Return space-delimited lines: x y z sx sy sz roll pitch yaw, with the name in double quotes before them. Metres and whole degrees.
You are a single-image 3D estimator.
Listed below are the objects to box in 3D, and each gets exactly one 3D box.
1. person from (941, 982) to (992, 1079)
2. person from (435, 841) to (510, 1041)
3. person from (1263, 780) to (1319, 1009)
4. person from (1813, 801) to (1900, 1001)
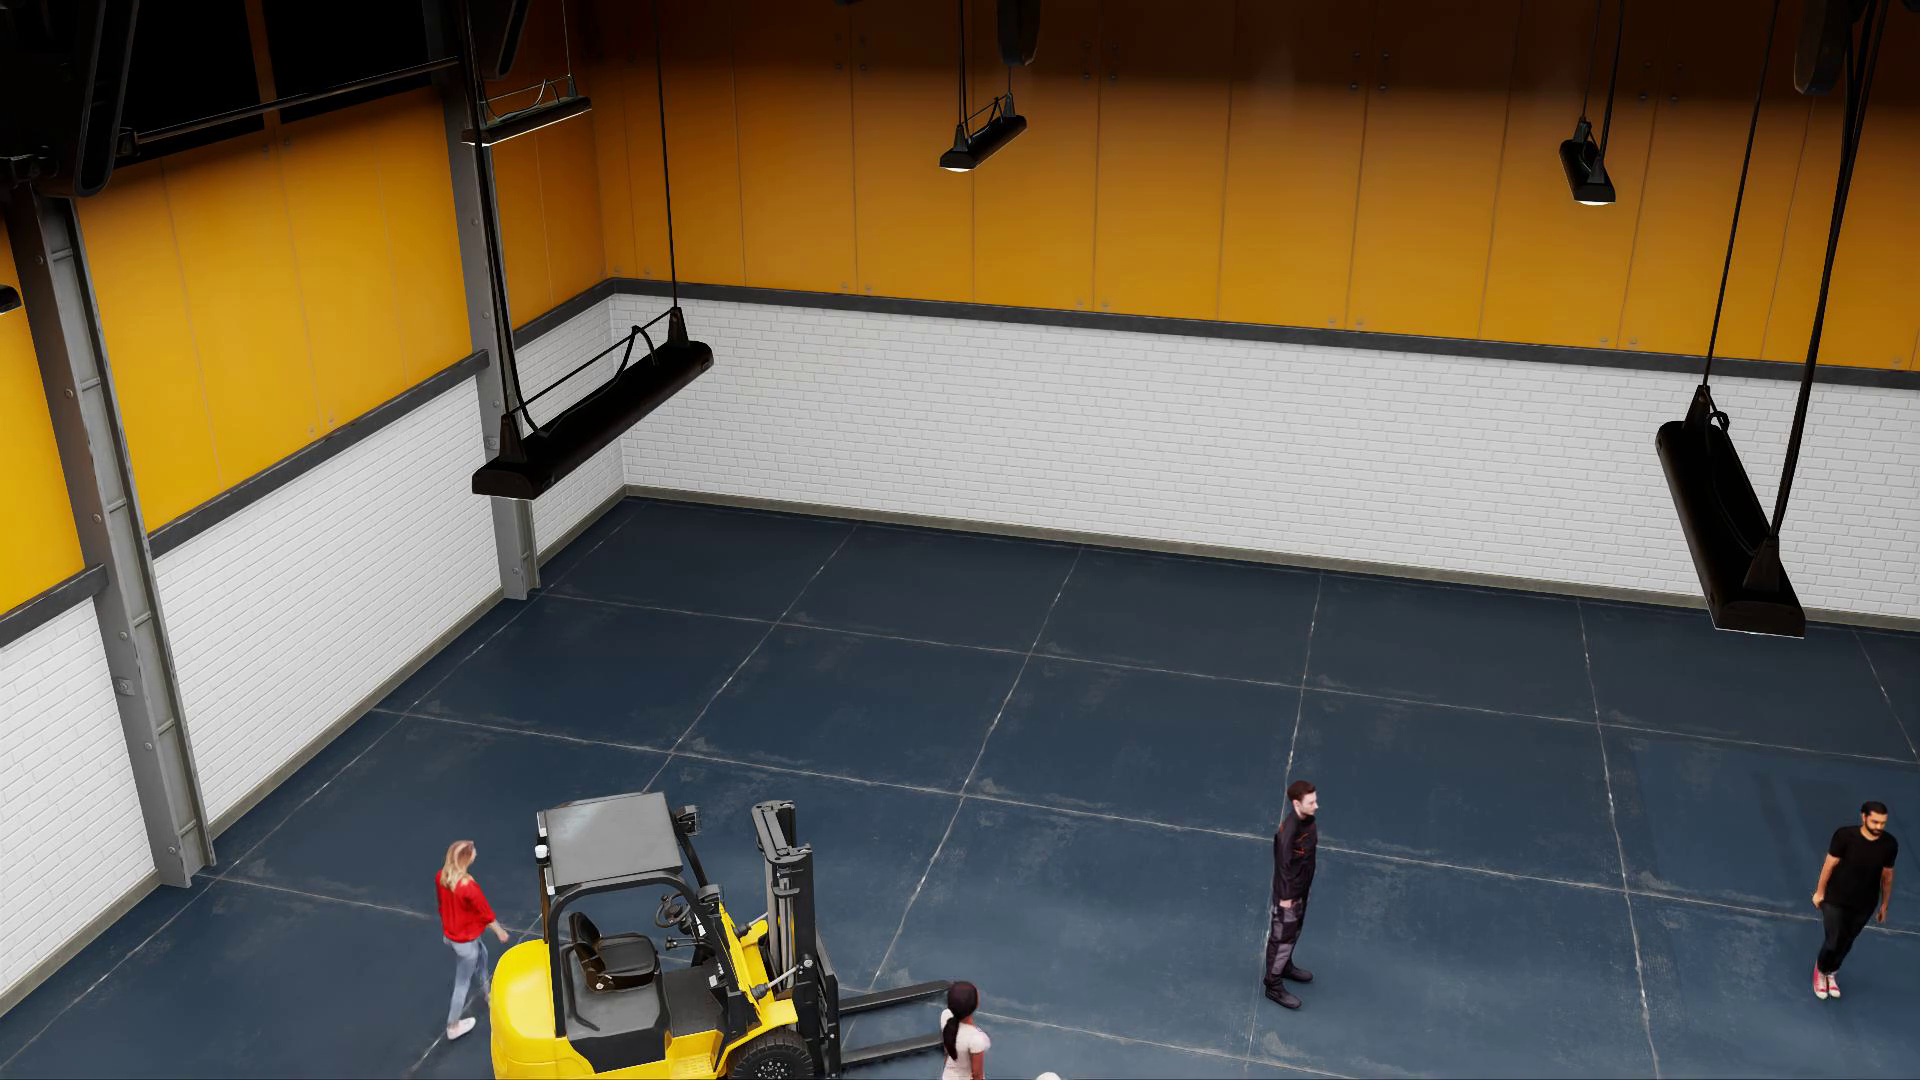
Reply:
"person" -0.042 3.654 10.919 0.917 1.729 0.824 -19 30 -36
"person" -3.765 3.030 12.422 0.839 1.669 0.993 17 29 34
"person" 2.587 2.692 12.890 0.797 1.913 0.600 12 26 25
"person" 6.921 2.744 12.975 0.687 1.750 0.645 3 24 7
